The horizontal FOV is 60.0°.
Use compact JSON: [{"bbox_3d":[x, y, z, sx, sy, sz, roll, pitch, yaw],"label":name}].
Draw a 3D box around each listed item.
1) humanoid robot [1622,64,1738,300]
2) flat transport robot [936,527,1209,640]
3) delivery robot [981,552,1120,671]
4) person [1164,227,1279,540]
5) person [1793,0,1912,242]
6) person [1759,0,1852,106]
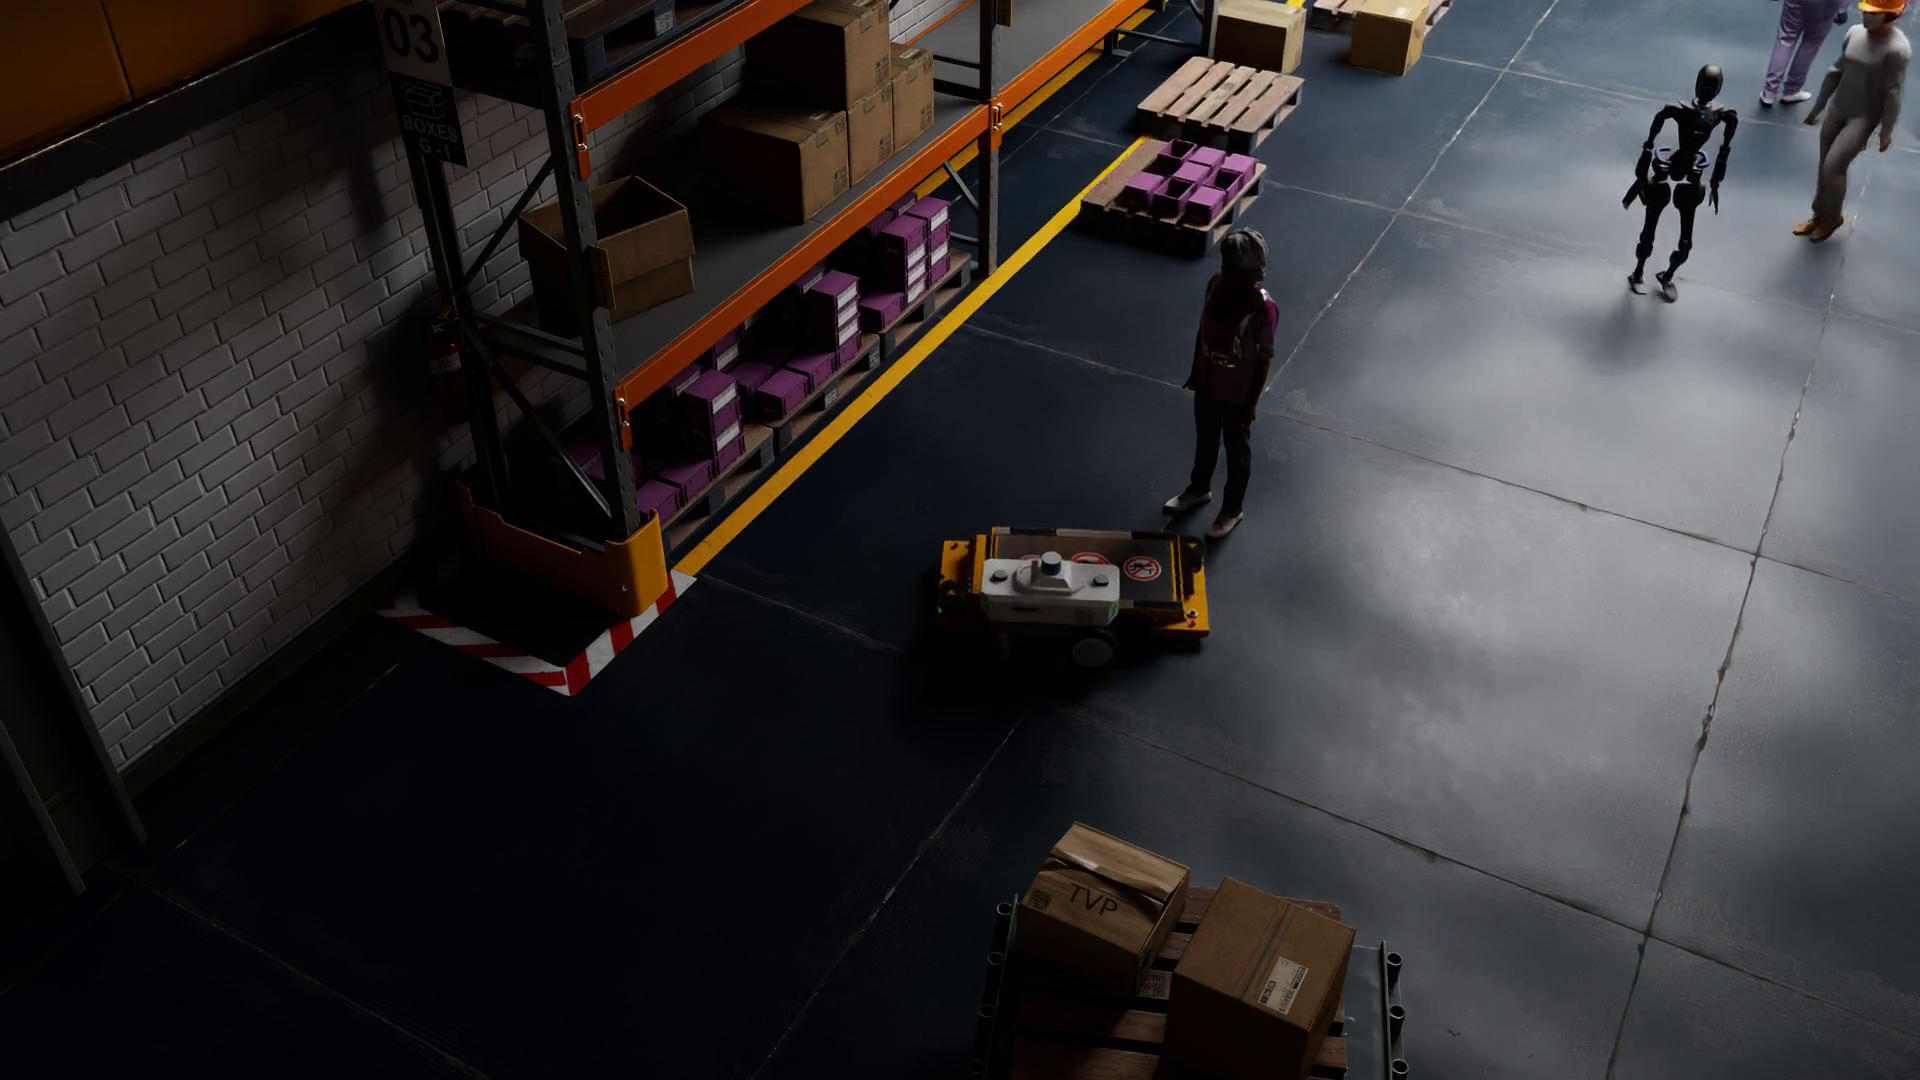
[{"bbox_3d":[4.774,-2.385,11.075,0.613,1.643,0.369,4,39,5],"label":"humanoid robot"},{"bbox_3d":[0.606,0.227,8.935,1.431,0.231,0.659,2,39,3],"label":"flat transport robot"},{"bbox_3d":[0.499,0.339,8.583,0.785,0.614,0.523,3,39,4],"label":"delivery robot"},{"bbox_3d":[1.436,-0.848,9.016,0.340,1.847,0.507,-26,45,-29],"label":"person"},{"bbox_3d":[6.229,-2.963,11.635,0.462,1.878,0.619,-14,41,-17],"label":"person"},{"bbox_3d":[6.923,-4.427,13.454,0.527,1.896,0.667,-28,46,-30],"label":"person"}]
